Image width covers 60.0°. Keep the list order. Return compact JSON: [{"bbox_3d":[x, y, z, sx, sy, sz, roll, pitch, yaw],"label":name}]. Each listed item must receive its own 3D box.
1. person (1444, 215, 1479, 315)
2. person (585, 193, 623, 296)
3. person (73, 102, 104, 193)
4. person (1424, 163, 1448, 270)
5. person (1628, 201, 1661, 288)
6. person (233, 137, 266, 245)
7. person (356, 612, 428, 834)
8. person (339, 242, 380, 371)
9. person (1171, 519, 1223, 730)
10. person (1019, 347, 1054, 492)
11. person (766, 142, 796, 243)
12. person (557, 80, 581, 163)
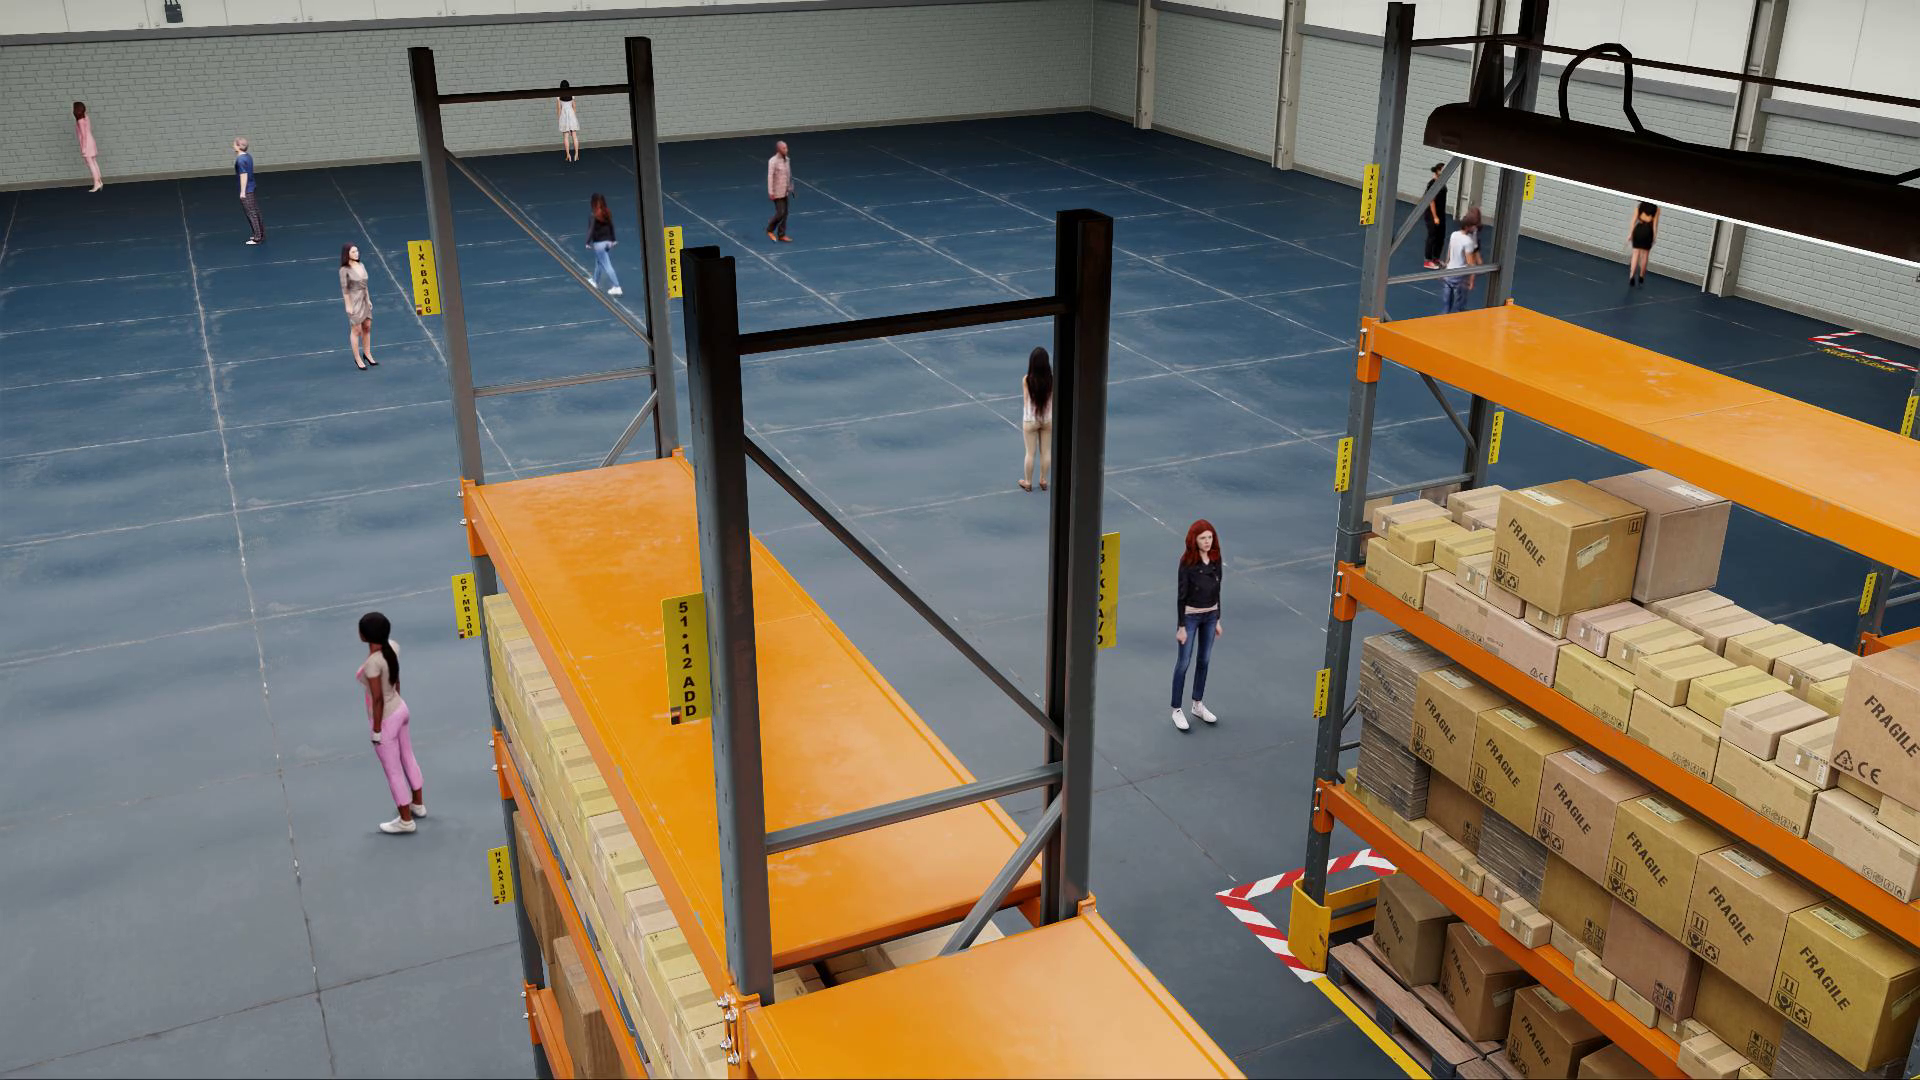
[{"bbox_3d":[7.149,-3.784,23.944,0.847,1.847,0.638,-18,29,-36],"label":"person"},{"bbox_3d":[-5.600,-4.648,26.306,1.185,1.590,1.031,13,26,28],"label":"person"},{"bbox_3d":[-17.854,-8.062,34.062,0.735,1.803,0.570,-3,23,-6],"label":"person"},{"bbox_3d":[7.971,-5.466,28.019,0.762,1.754,0.741,20,30,39],"label":"person"},{"bbox_3d":[10.950,-4.840,26.712,0.936,1.626,0.934,13,26,27],"label":"person"},{"bbox_3d":[-12.716,-6.247,29.706,0.786,1.871,0.617,-2,23,-4],"label":"person"},{"bbox_3d":[-4.149,1.312,12.094,0.720,1.743,0.614,3,23,6],"label":"person"},{"bbox_3d":[-8.228,-3.210,22.726,0.713,1.746,0.662,9,25,20],"label":"person"},{"bbox_3d":[1.935,0.674,13.540,0.573,1.787,0.528,-11,25,-24],"label":"person"},{"bbox_3d":[0.869,-1.329,18.420,0.618,1.652,0.566,-10,25,-23],"label":"person"},{"bbox_3d":[-3.285,-6.229,29.766,0.896,1.792,0.850,12,26,27],"label":"person"},{"bbox_3d":[-8.769,-9.386,37.213,0.631,1.774,0.612,-10,25,-22],"label":"person"}]
